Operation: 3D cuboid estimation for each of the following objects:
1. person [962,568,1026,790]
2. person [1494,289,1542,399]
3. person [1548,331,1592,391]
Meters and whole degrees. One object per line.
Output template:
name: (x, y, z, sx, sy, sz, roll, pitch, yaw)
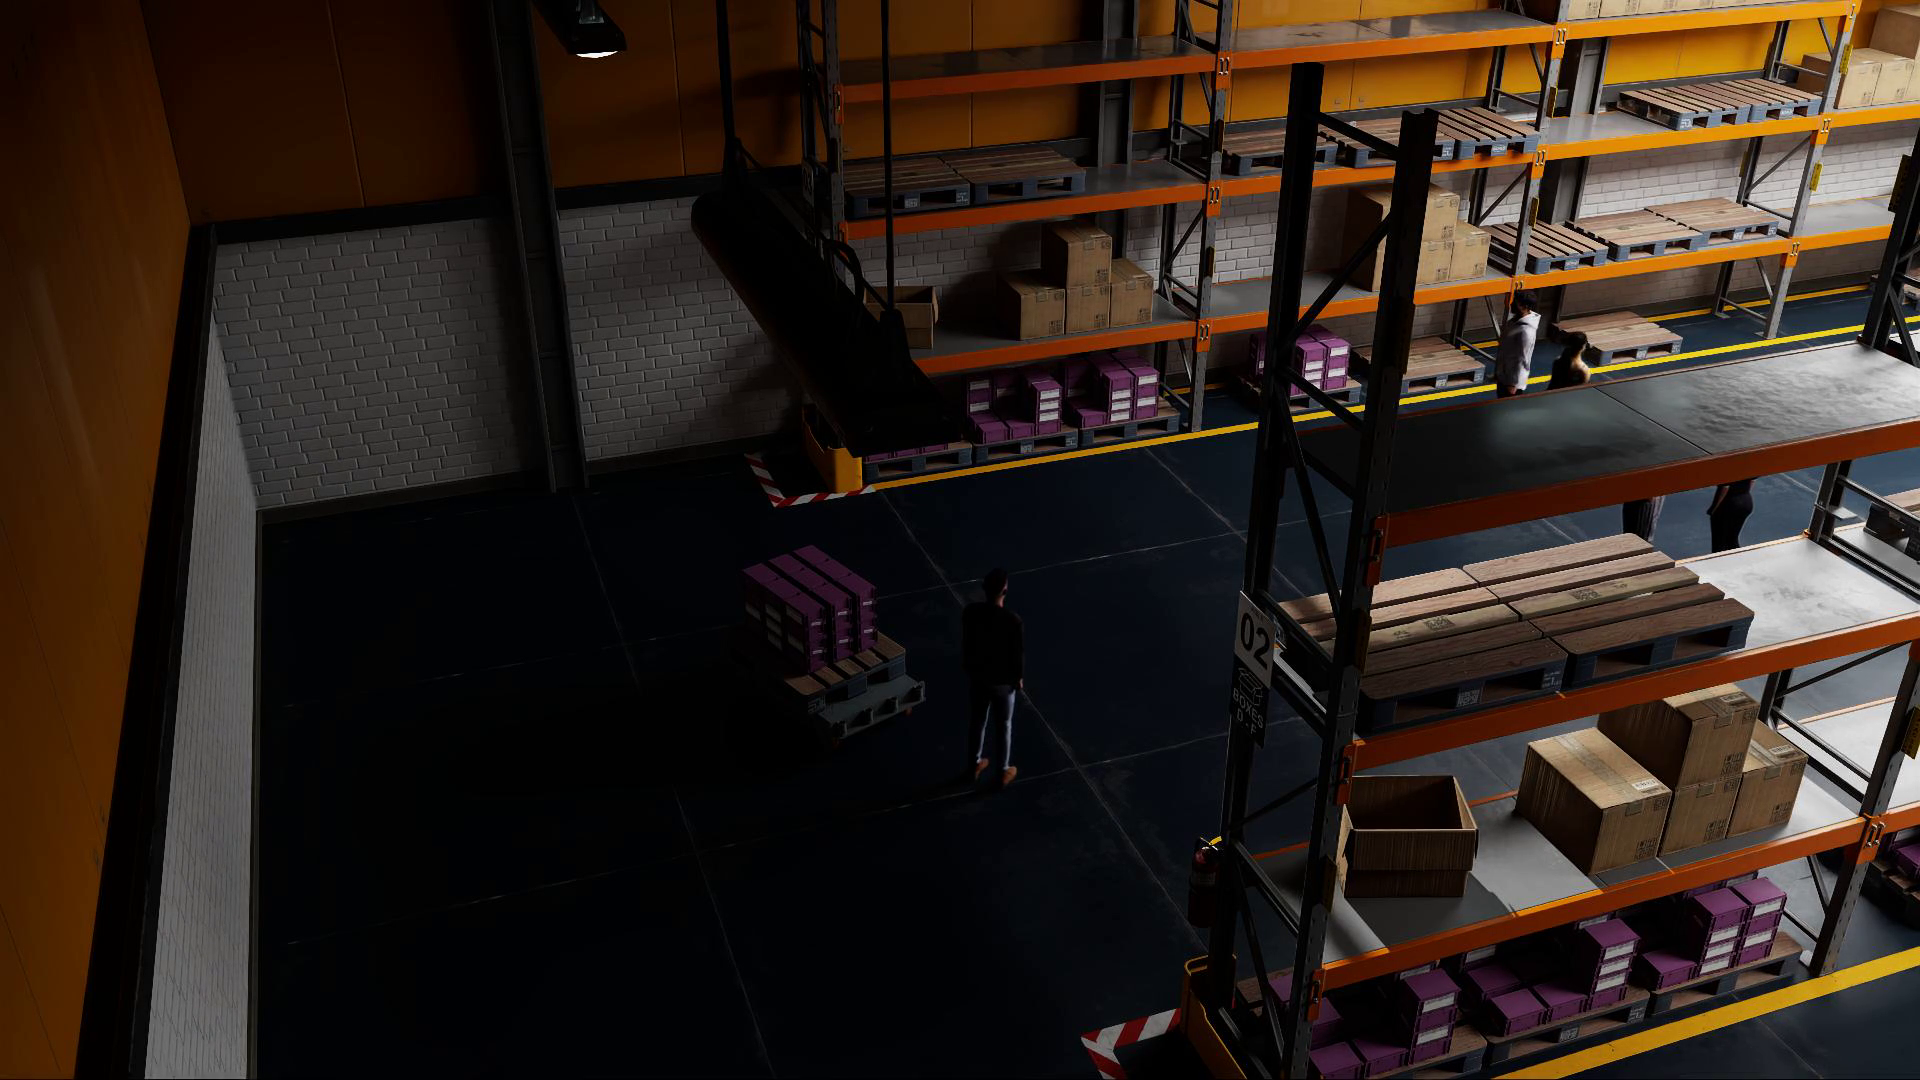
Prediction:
person: (0.236, 1.030, 12.346, 0.709, 1.830, 0.780, 11, 30, 19)
person: (5.730, -1.692, 17.232, 0.718, 1.930, 0.756, -1, 29, -1)
person: (5.980, -1.246, 16.636, 0.683, 1.717, 0.643, -17, 33, -28)
